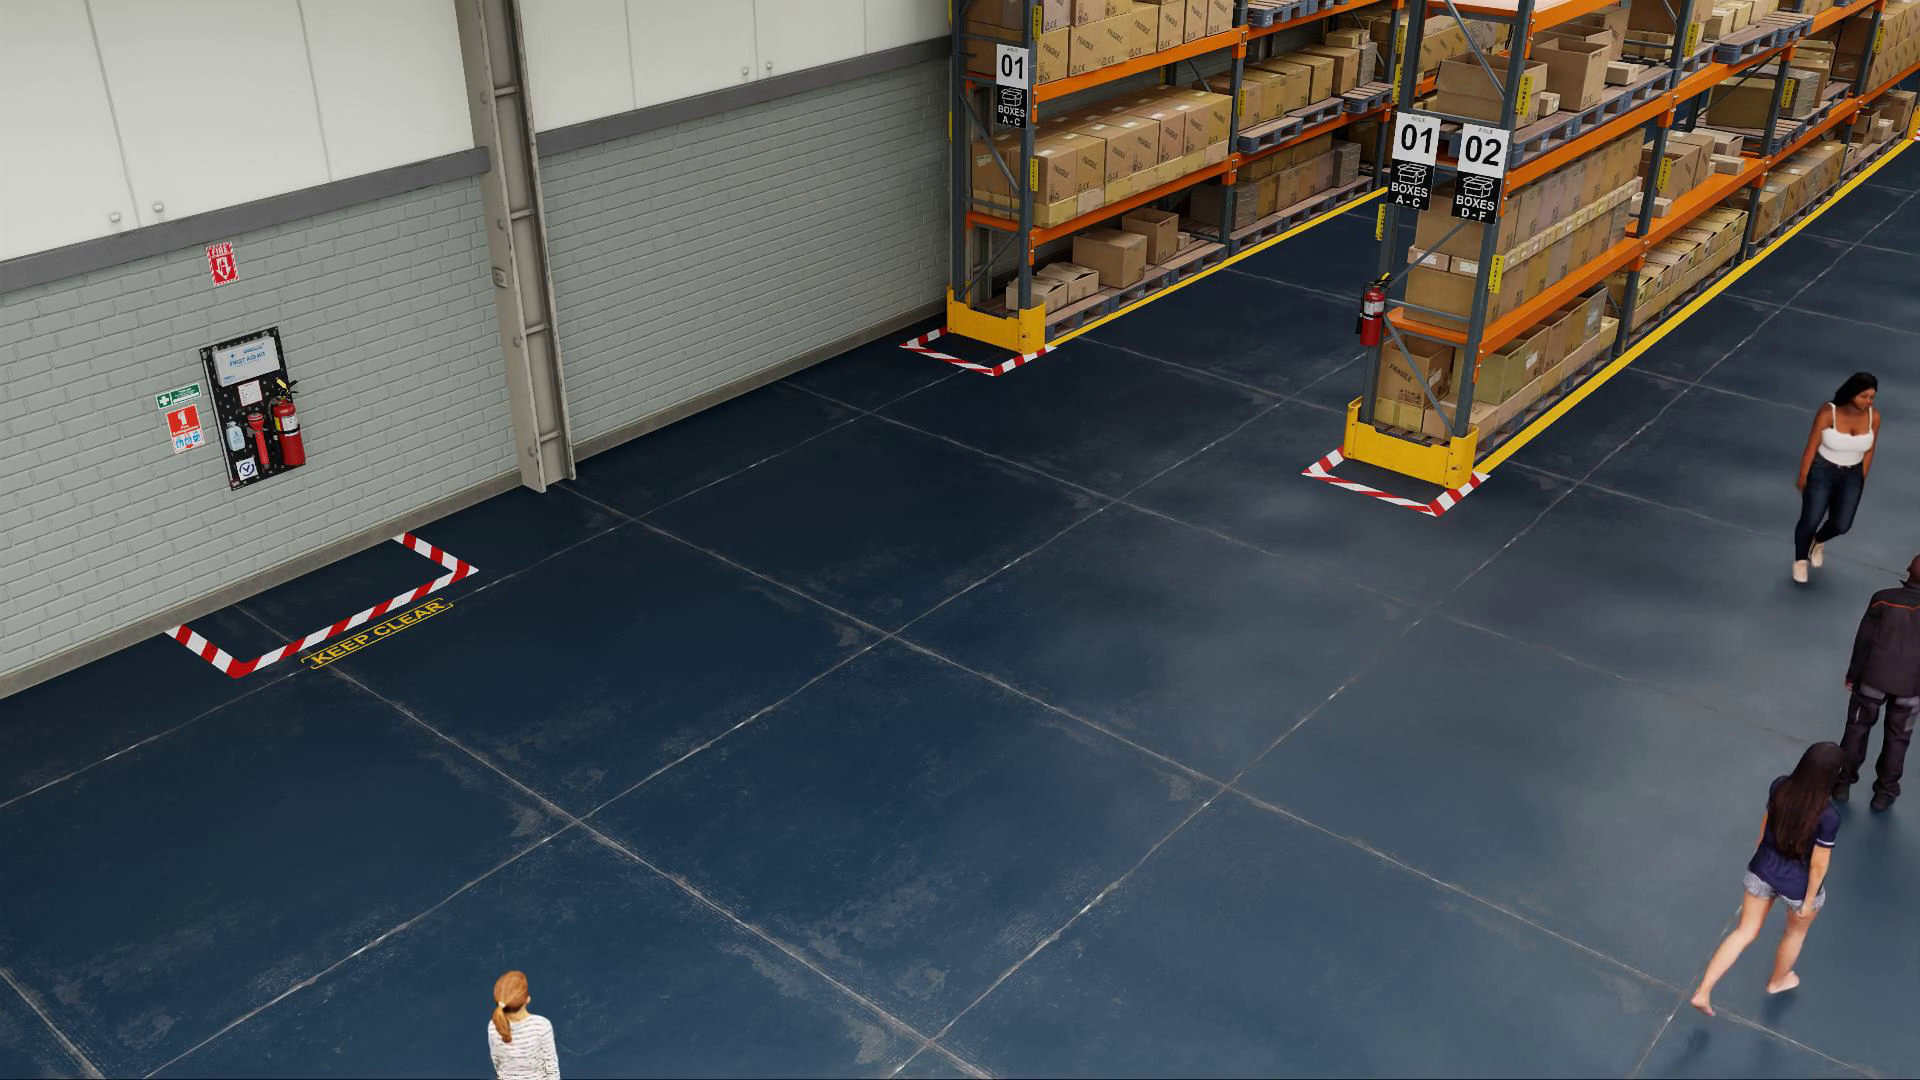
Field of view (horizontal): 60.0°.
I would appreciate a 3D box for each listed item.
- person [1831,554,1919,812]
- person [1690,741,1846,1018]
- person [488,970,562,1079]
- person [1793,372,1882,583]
[{"bbox_3d":[5.879,0.877,10.483,0.745,1.825,0.678,14,31,24],"label":"person"},{"bbox_3d":[4.288,1.830,8.791,1.145,1.733,0.835,-15,32,-26],"label":"person"},{"bbox_3d":[-2.037,2.616,7.785,0.818,1.292,0.910,0,28,0],"label":"person"},{"bbox_3d":[6.887,-0.530,13.156,0.809,1.797,0.871,7,29,12],"label":"person"}]
